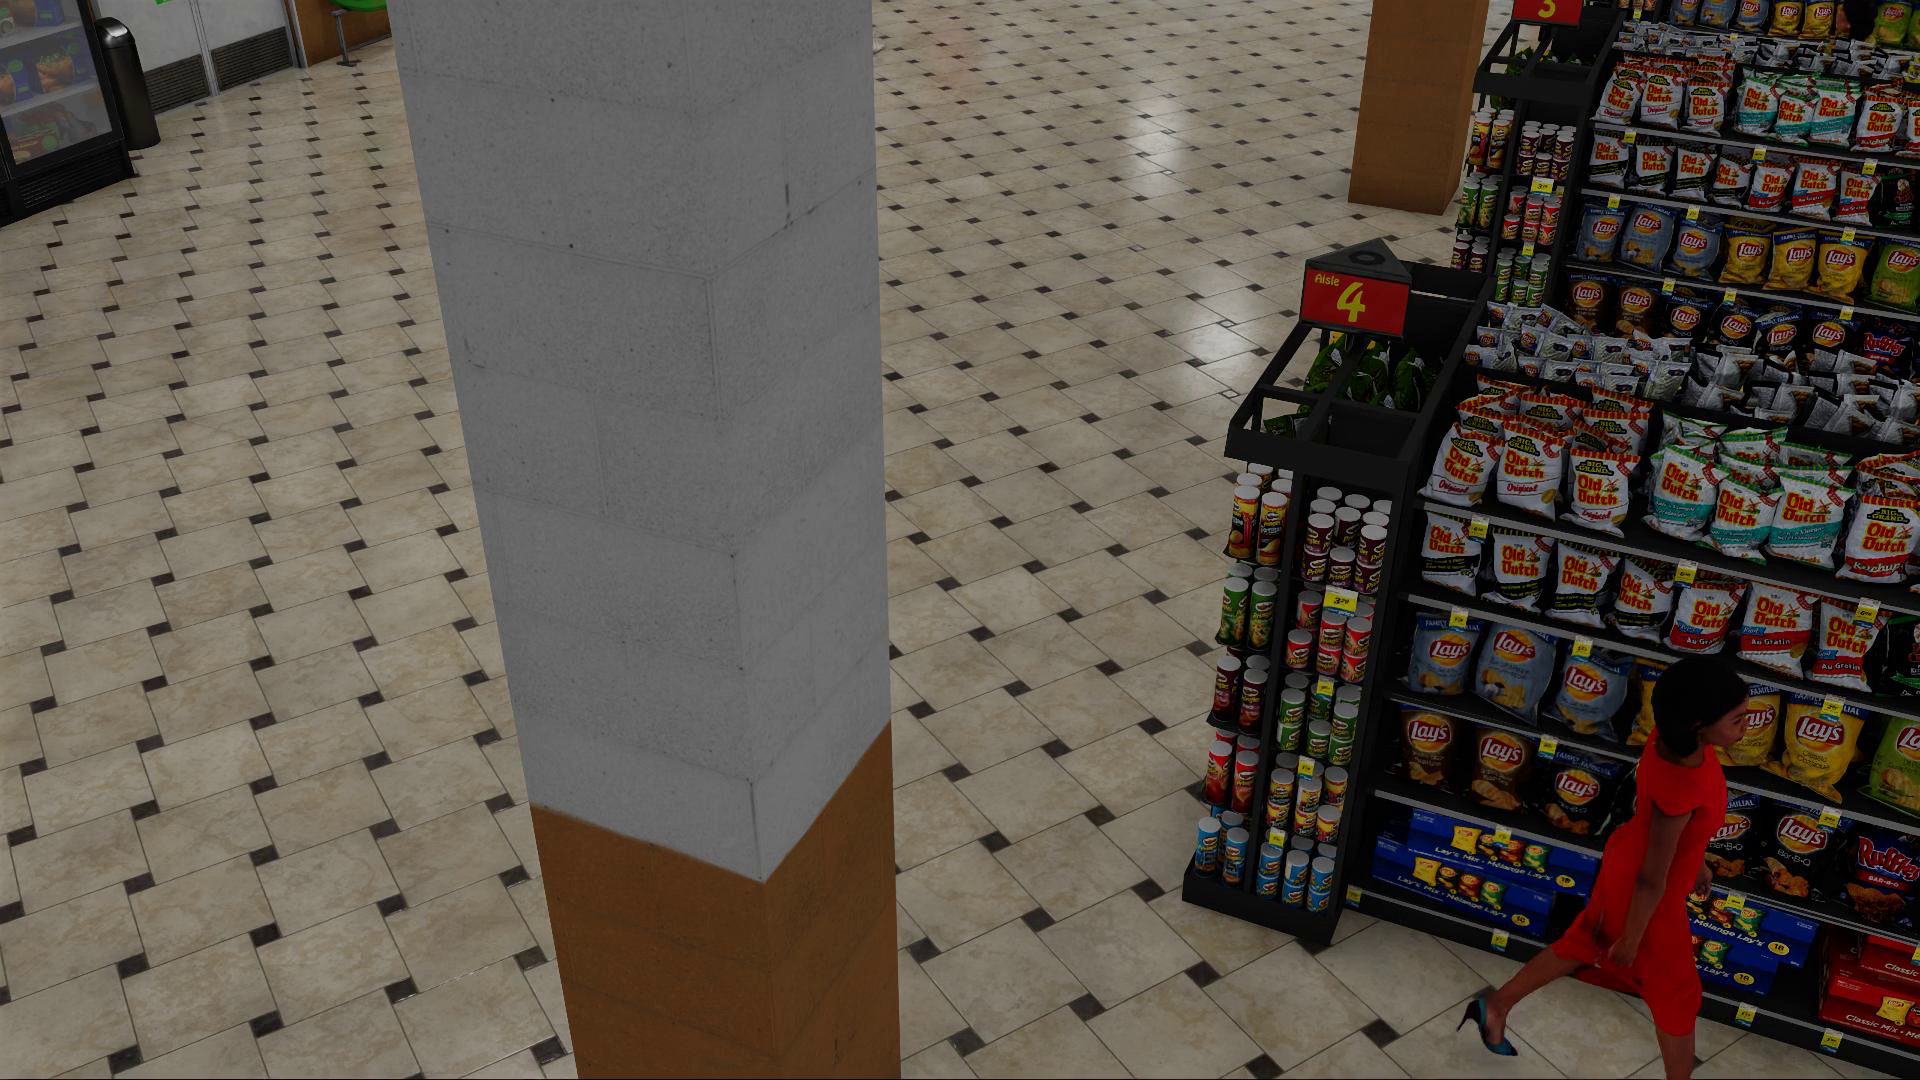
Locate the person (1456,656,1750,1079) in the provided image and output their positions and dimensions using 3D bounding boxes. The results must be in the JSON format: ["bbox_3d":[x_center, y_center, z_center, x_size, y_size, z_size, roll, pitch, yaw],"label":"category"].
[{"bbox_3d":[1.968,1.050,4.994,1.094,1.704,0.696,9,33,14],"label":"person"}]
